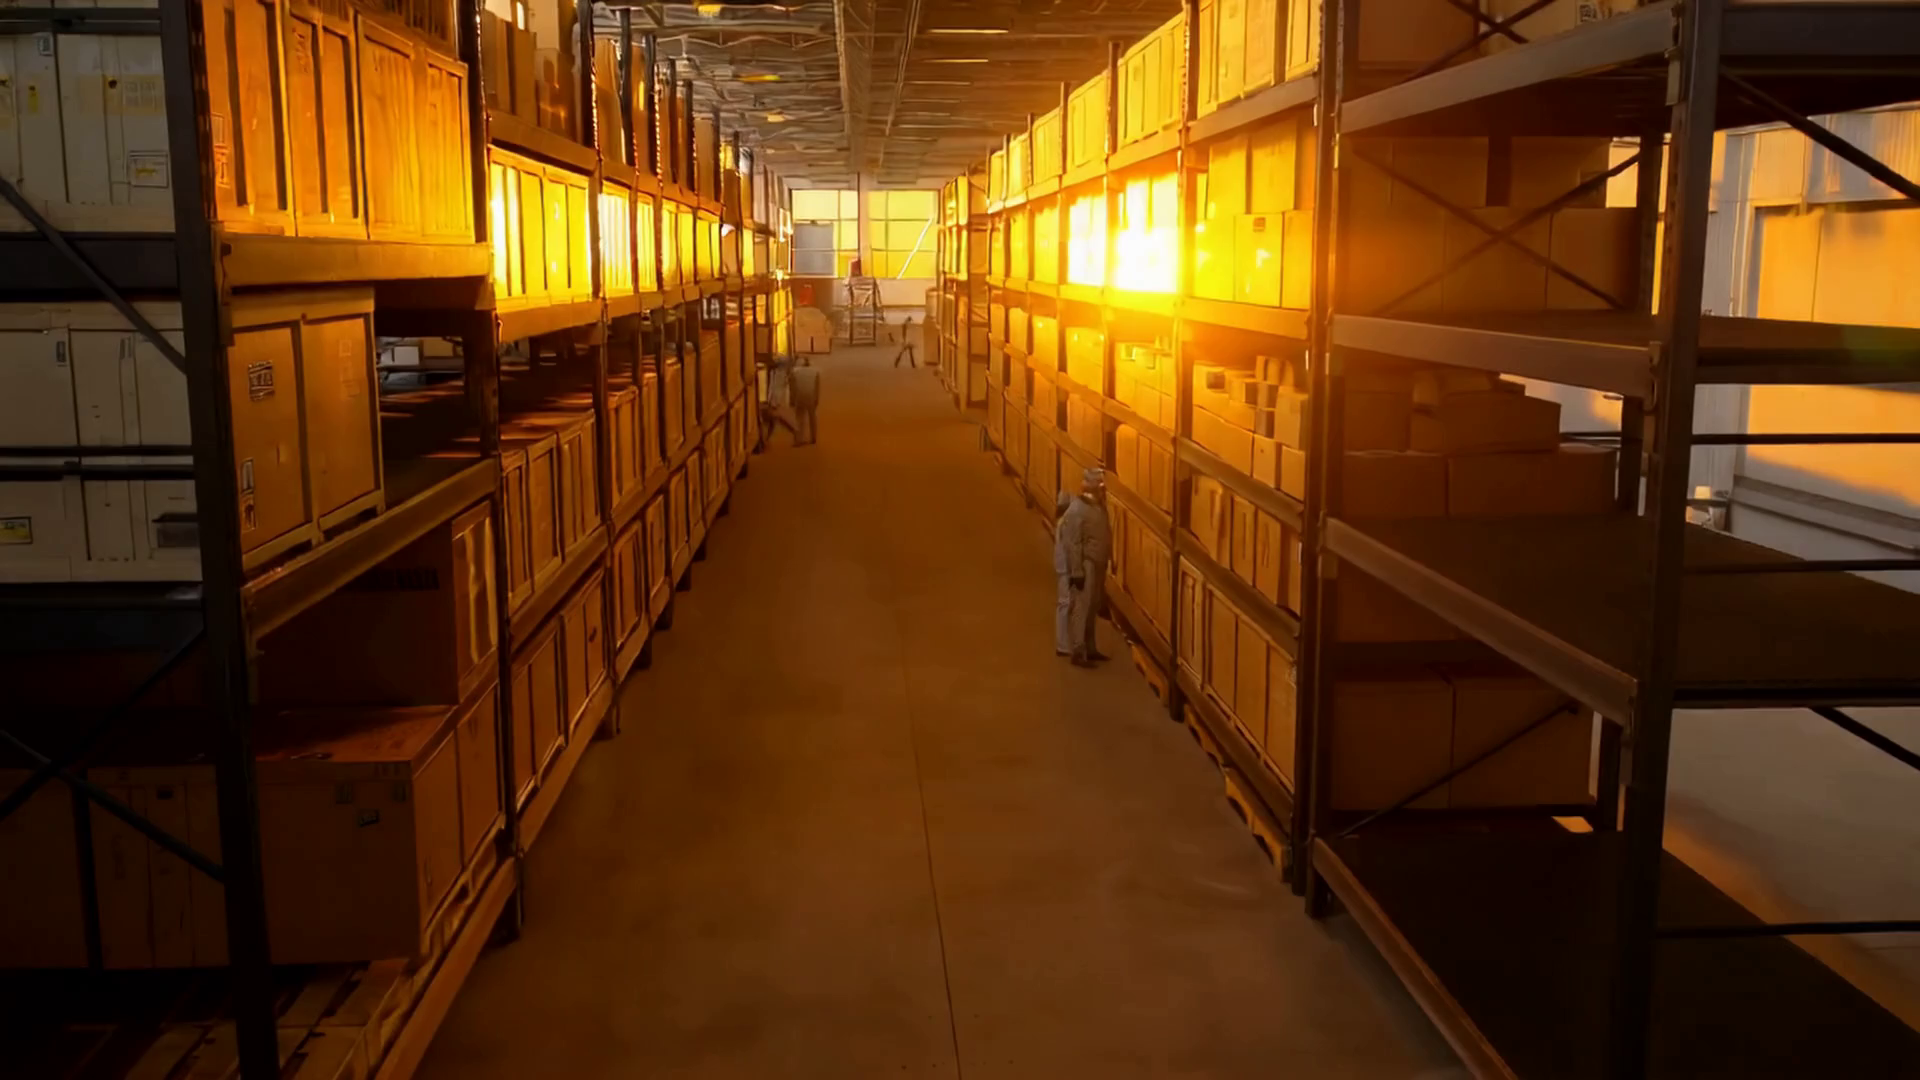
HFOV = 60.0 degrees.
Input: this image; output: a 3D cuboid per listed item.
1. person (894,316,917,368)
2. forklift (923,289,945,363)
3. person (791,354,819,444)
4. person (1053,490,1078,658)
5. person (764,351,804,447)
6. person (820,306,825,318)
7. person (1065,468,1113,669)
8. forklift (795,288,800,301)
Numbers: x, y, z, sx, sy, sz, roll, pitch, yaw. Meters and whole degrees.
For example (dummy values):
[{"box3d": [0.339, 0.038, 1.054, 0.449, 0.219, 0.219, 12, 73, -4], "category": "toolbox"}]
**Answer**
[{"box3d": [-1.968, -7.170, 60.205, 0.813, 1.912, 0.554, 5, 11, 28], "category": "person"}, {"box3d": [-0.823, -8.158, 63.202, 1.129, 2.768, 1.873, -1, 10, -3], "category": "forklift"}, {"box3d": [-3.302, -2.987, 35.210, 0.642, 1.909, 0.399, -6, 11, -32], "category": "person"}, {"box3d": [1.062, 0.328, 16.206, 0.306, 1.639, 0.523, 0, 10, -1], "category": "person"}, {"box3d": [-3.736, -2.908, 34.438, 0.915, 2.018, 0.614, -1, 10, -5], "category": "person"}, {"box3d": [-6.733, -10.568, 81.157, 0.461, 1.690, 0.544, -2, 10, -11], "category": "person"}, {"box3d": [1.253, 0.257, 15.853, 0.409, 1.903, 0.638, 5, 11, 27], "category": "person"}, {"box3d": [-8.225, -11.092, 80.725, 1.129, 2.768, 1.873, -6, 11, -31], "category": "forklift"}]
